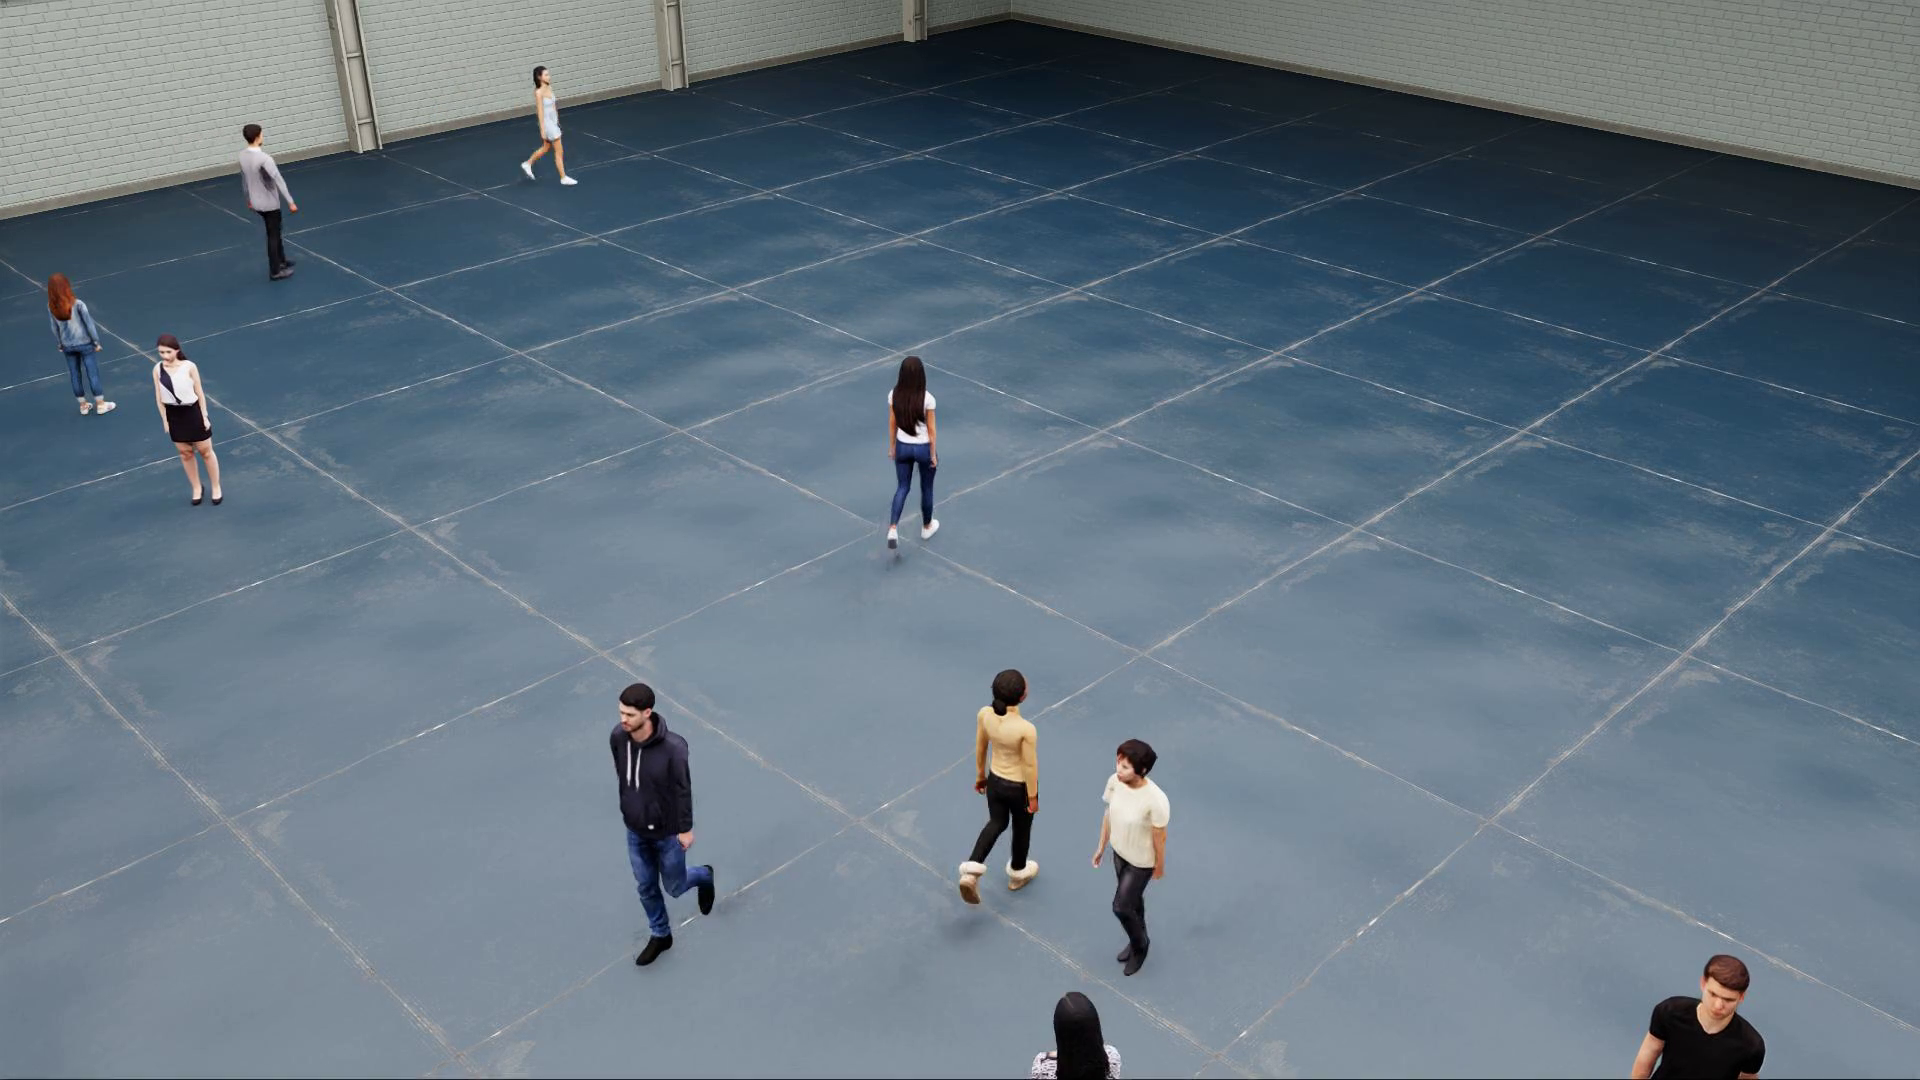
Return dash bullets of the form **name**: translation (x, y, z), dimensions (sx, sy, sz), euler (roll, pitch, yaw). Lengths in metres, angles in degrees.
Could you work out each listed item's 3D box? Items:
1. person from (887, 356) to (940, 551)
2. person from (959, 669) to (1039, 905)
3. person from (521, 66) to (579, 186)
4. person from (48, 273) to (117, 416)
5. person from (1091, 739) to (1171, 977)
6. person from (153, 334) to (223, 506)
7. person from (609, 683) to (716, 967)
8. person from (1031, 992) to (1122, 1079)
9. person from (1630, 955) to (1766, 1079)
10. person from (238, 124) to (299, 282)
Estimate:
- **person**: translation (-0.422, -0.708, 14.161), dimensions (0.860, 1.758, 1.091), euler (11, 30, 19)
- **person**: translation (0.257, 1.523, 10.092), dimensions (0.667, 1.645, 0.958), euler (20, 34, 32)
- **person**: translation (-6.070, -6.019, 24.187), dimensions (1.069, 1.709, 1.082), euler (3, 28, 6)
- **person**: translation (-8.955, -1.986, 16.860), dimensions (0.629, 1.476, 0.695), euler (-1, 28, -1)
- **person**: translation (1.067, 1.803, 9.637), dimensions (0.651, 1.578, 0.649), euler (-18, 33, -30)
- **person**: translation (-6.969, -1.090, 14.993), dimensions (0.601, 1.650, 0.692), euler (-5, 29, -10)
- **person**: translation (-1.715, 1.601, 9.699), dimensions (0.872, 1.876, 1.037), euler (13, 31, 22)
- **person**: translation (0.535, 2.815, 7.582), dimensions (0.876, 1.723, 0.901), euler (-4, 28, -8)
- **person**: translation (3.369, 2.666, 7.713), dimensions (0.715, 1.863, 0.653), euler (17, 32, 29)
- **person**: translation (-8.574, -4.114, 20.394), dimensions (0.834, 1.910, 0.868), euler (17, 33, 29)
